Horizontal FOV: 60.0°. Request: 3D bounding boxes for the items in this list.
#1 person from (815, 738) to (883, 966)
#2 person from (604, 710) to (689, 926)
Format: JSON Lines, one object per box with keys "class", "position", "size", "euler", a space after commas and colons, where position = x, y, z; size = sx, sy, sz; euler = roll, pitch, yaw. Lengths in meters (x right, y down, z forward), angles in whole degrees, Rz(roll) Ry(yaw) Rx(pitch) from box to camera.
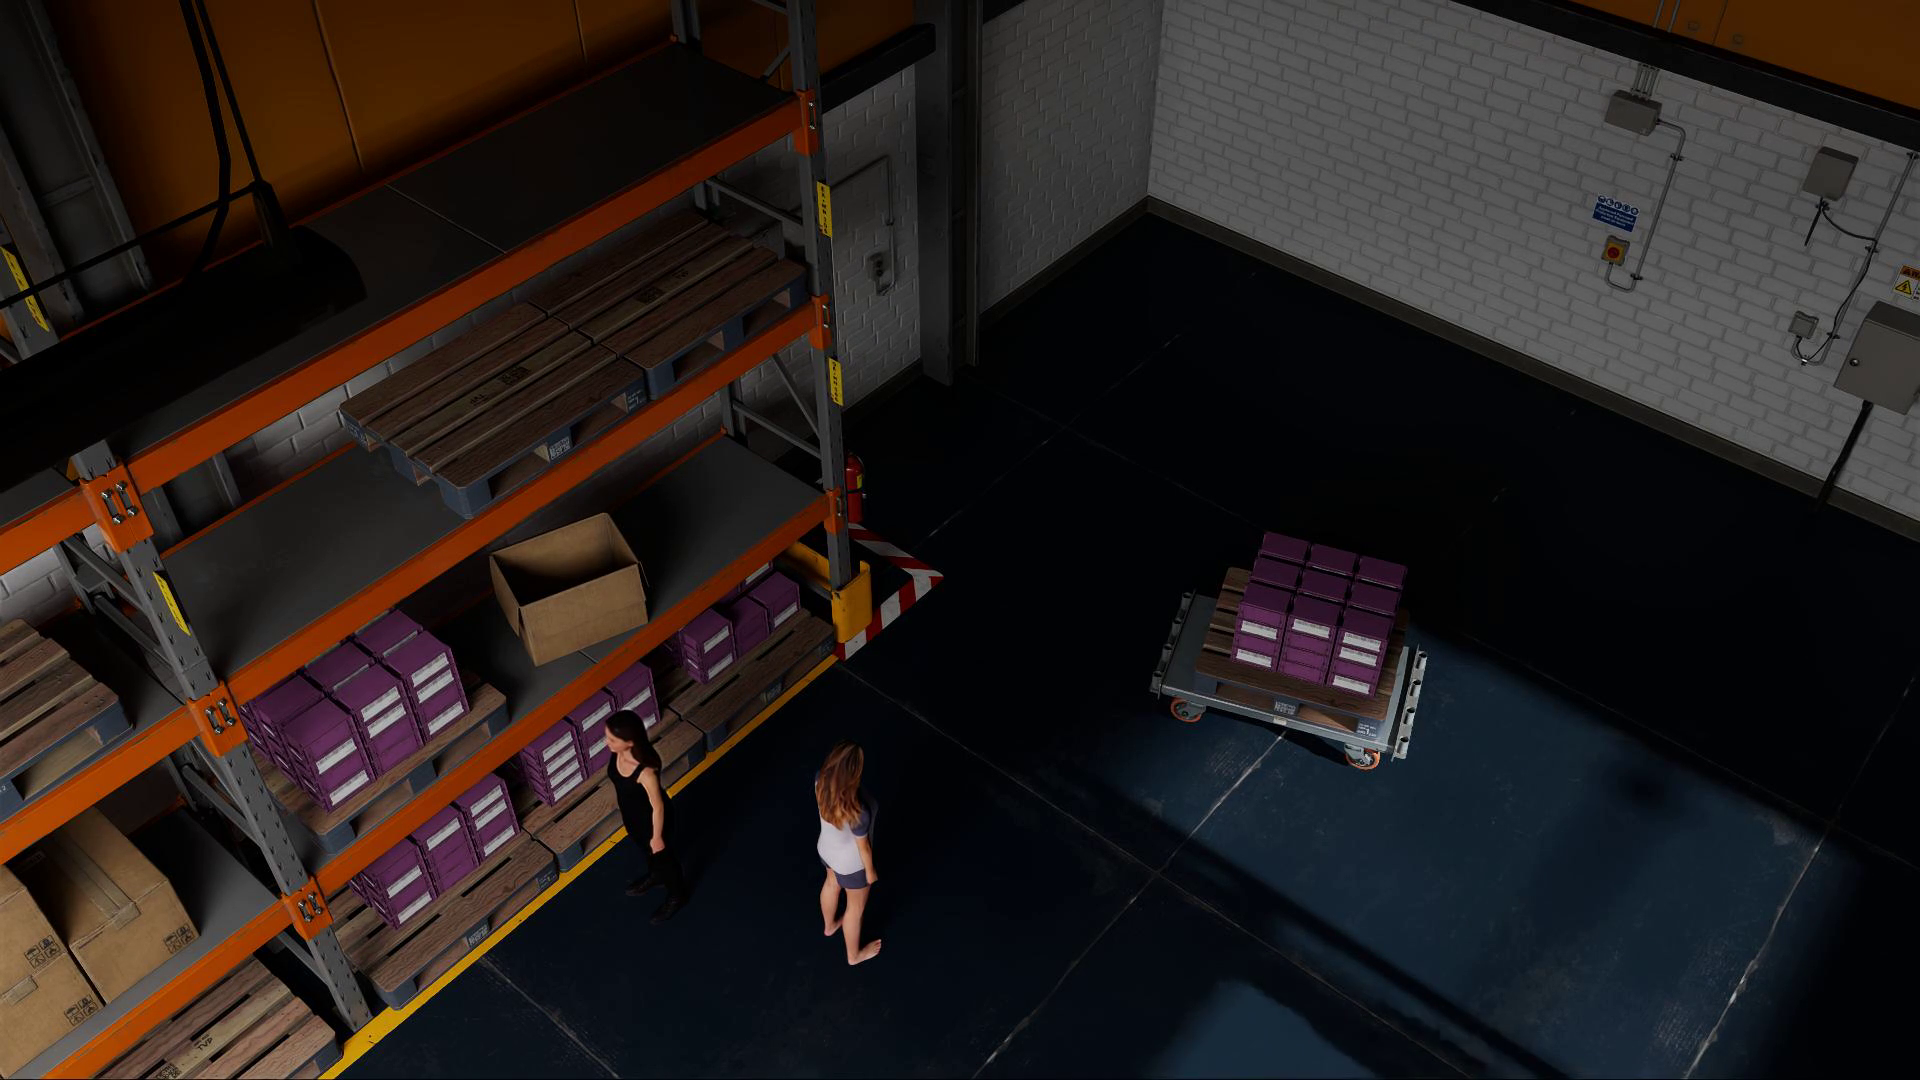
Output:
{"class": "person", "position": [-0.638, 1.717, 9.136], "size": [0.610, 1.727, 0.638], "euler": [-27, 50, -26]}
{"class": "person", "position": [-1.771, 1.539, 9.352], "size": [0.603, 1.688, 0.637], "euler": [-28, 50, -26]}
